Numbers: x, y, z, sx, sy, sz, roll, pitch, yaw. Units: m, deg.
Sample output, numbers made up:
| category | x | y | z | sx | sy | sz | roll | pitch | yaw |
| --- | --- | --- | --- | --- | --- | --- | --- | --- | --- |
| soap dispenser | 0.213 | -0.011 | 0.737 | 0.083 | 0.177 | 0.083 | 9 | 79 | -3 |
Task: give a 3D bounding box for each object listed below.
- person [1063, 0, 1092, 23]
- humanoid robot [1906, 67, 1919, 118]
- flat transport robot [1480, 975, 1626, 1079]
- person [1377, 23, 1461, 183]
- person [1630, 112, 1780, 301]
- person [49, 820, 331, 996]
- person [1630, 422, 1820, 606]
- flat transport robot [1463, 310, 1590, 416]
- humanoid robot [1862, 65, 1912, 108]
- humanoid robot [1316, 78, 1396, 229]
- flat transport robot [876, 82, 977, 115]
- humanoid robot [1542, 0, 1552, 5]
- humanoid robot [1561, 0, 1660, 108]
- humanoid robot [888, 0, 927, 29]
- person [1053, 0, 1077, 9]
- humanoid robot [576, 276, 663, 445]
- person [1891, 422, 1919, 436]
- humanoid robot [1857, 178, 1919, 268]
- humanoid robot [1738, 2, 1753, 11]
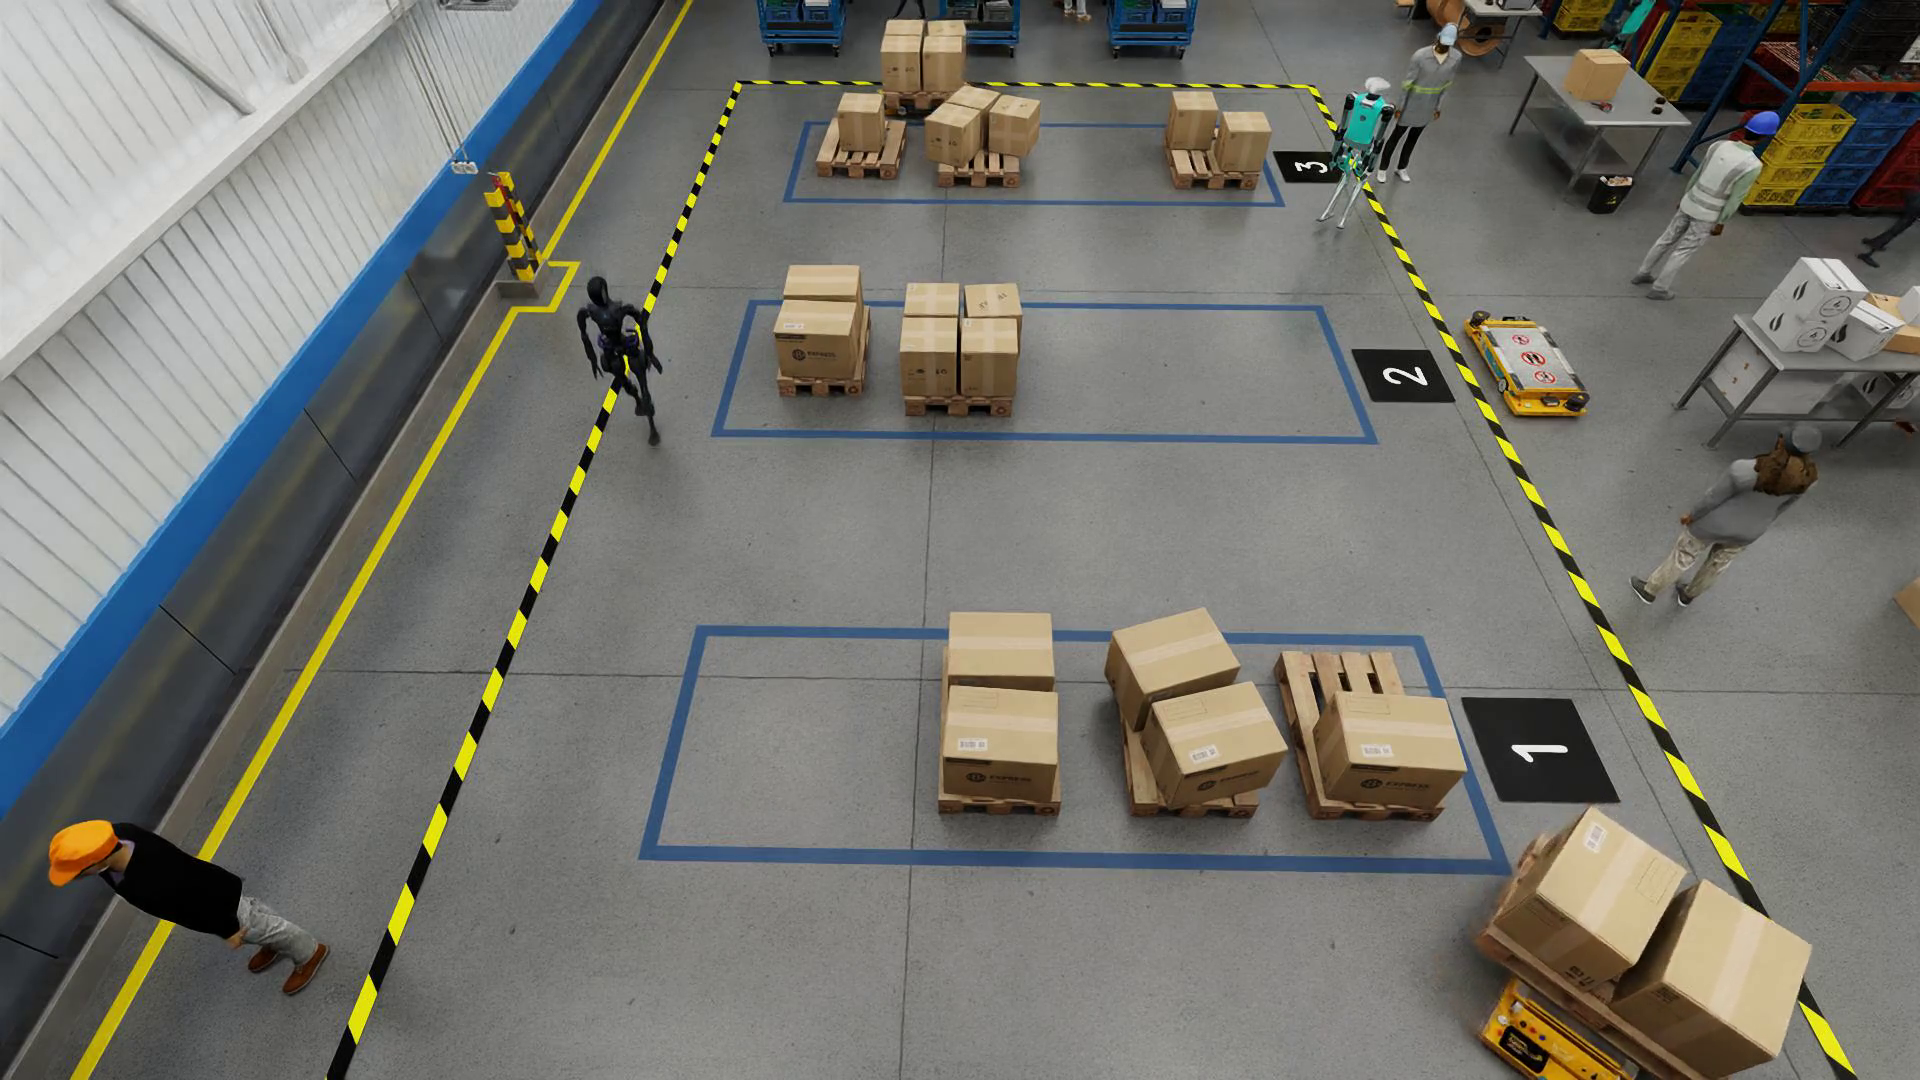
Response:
| category | x | y | z | sx | sy | sz | roll | pitch | yaw |
| --- | --- | --- | --- | --- | --- | --- | --- | --- | --- |
| person | 1.907 | -9.230 | 14.482 | 0.430 | 1.845 | 0.618 | -34 | 57 | -26 |
| humanoid robot | 12.134 | -5.591 | 11.429 | 0.662 | 1.846 | 0.544 | 1 | 49 | 1 |
| flat transport robot | 3.662 | 2.542 | 5.314 | 0.652 | 0.197 | 1.431 | 35 | 58 | 27 |
| person | 5.526 | -5.214 | 11.003 | 0.587 | 1.847 | 0.396 | -1 | 49 | -1 |
| person | 7.613 | -3.384 | 9.360 | 0.425 | 1.939 | 0.608 | -7 | 49 | -6 |
| person | -3.982 | 1.922 | 4.806 | 0.585 | 1.878 | 0.383 | 22 | 53 | 18 |
| person | 5.576 | -0.135 | 6.658 | 0.565 | 1.766 | 0.397 | 7 | 50 | 6 |
| flat transport robot | 5.573 | -1.757 | 9.054 | 0.659 | 0.231 | 1.431 | 1 | 49 | 1 |
| humanoid robot | 12.340 | -6.196 | 11.937 | 0.909 | 1.778 | 0.573 | 10 | 50 | 8 |
| humanoid robot | 4.483 | -4.352 | 10.240 | 0.533 | 1.677 | 0.735 | 33 | 57 | 25 |
| flat transport robot | -0.481 | -6.235 | 12.912 | 1.431 | 0.197 | 0.652 | 1 | 49 | 1 |
| humanoid robot | 10.108 | -9.662 | 14.974 | 0.847 | 1.828 | 0.544 | -5 | 49 | -4 |
| humanoid robot | 8.574 | -6.567 | 12.314 | 0.535 | 1.889 | 0.741 | -22 | 53 | -18 |
| humanoid robot | -0.787 | -8.892 | 14.340 | 0.786 | 1.640 | 0.584 | 0 | 49 | 0 |
| person | 1.788 | -9.686 | 14.814 | 0.627 | 1.938 | 0.373 | -31 | 56 | -24 |
| humanoid robot | -2.955 | -1.605 | 8.019 | 0.610 | 1.619 | 0.777 | -8 | 50 | -7 |
| person | 8.944 | -1.443 | 7.742 | 0.595 | 1.832 | 0.999 | -16 | 51 | -14 |
| humanoid robot | 10.467 | -3.802 | 9.890 | 0.611 | 1.633 | 0.393 | -30 | 55 | -23 |
| humanoid robot | 13.149 | -9.510 | 14.836 | 0.605 | 1.652 | 0.451 | -37 | 58 | -27 |
